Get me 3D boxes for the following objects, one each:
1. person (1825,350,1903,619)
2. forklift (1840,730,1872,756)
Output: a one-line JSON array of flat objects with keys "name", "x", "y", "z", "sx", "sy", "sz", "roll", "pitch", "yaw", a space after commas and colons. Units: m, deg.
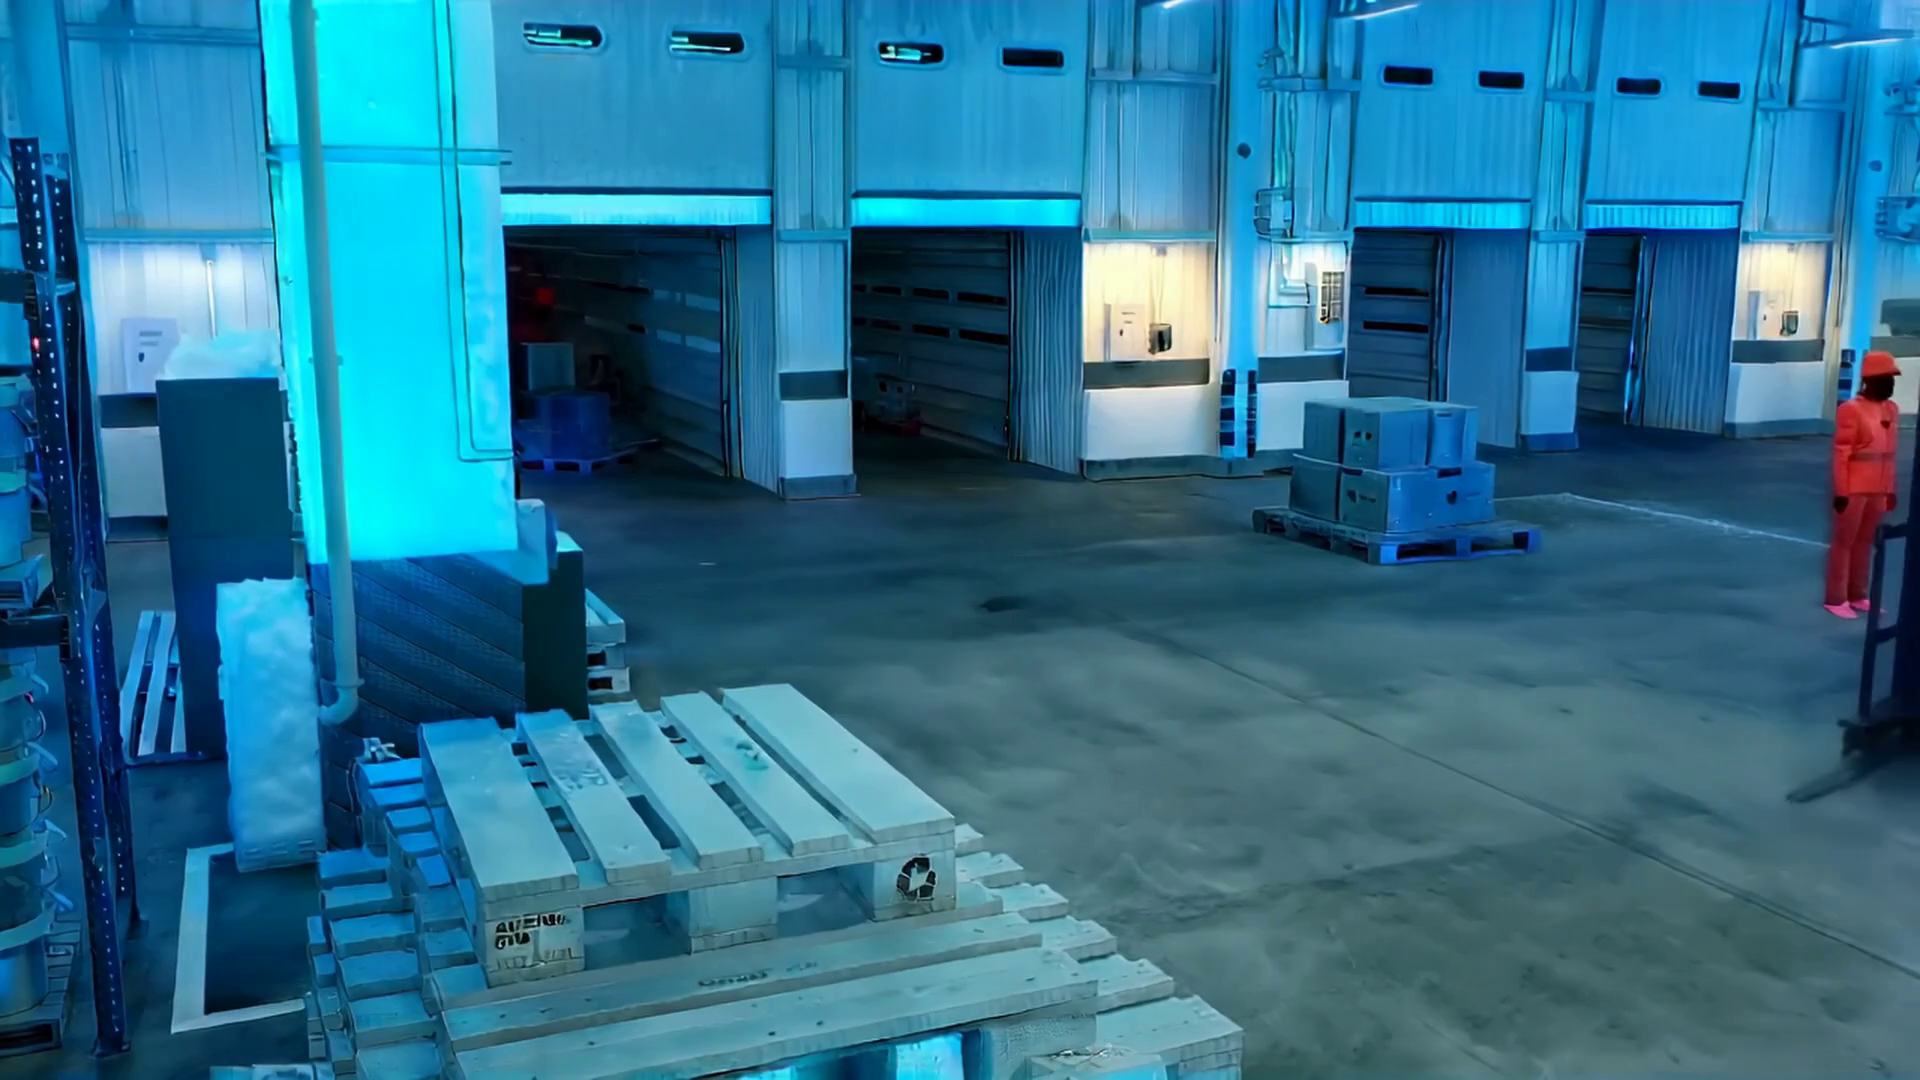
[{"name": "person", "x": 6.539, "y": -0.400, "z": 12.010, "sx": 0.587, "sy": 1.930, "sz": 0.356, "roll": -5, "pitch": 11, "yaw": -25}, {"name": "forklift", "x": 5.669, "y": -0.263, "z": 8.633, "sx": 1.873, "sy": 2.768, "sz": 1.129, "roll": -9, "pitch": 13, "yaw": -40}]
